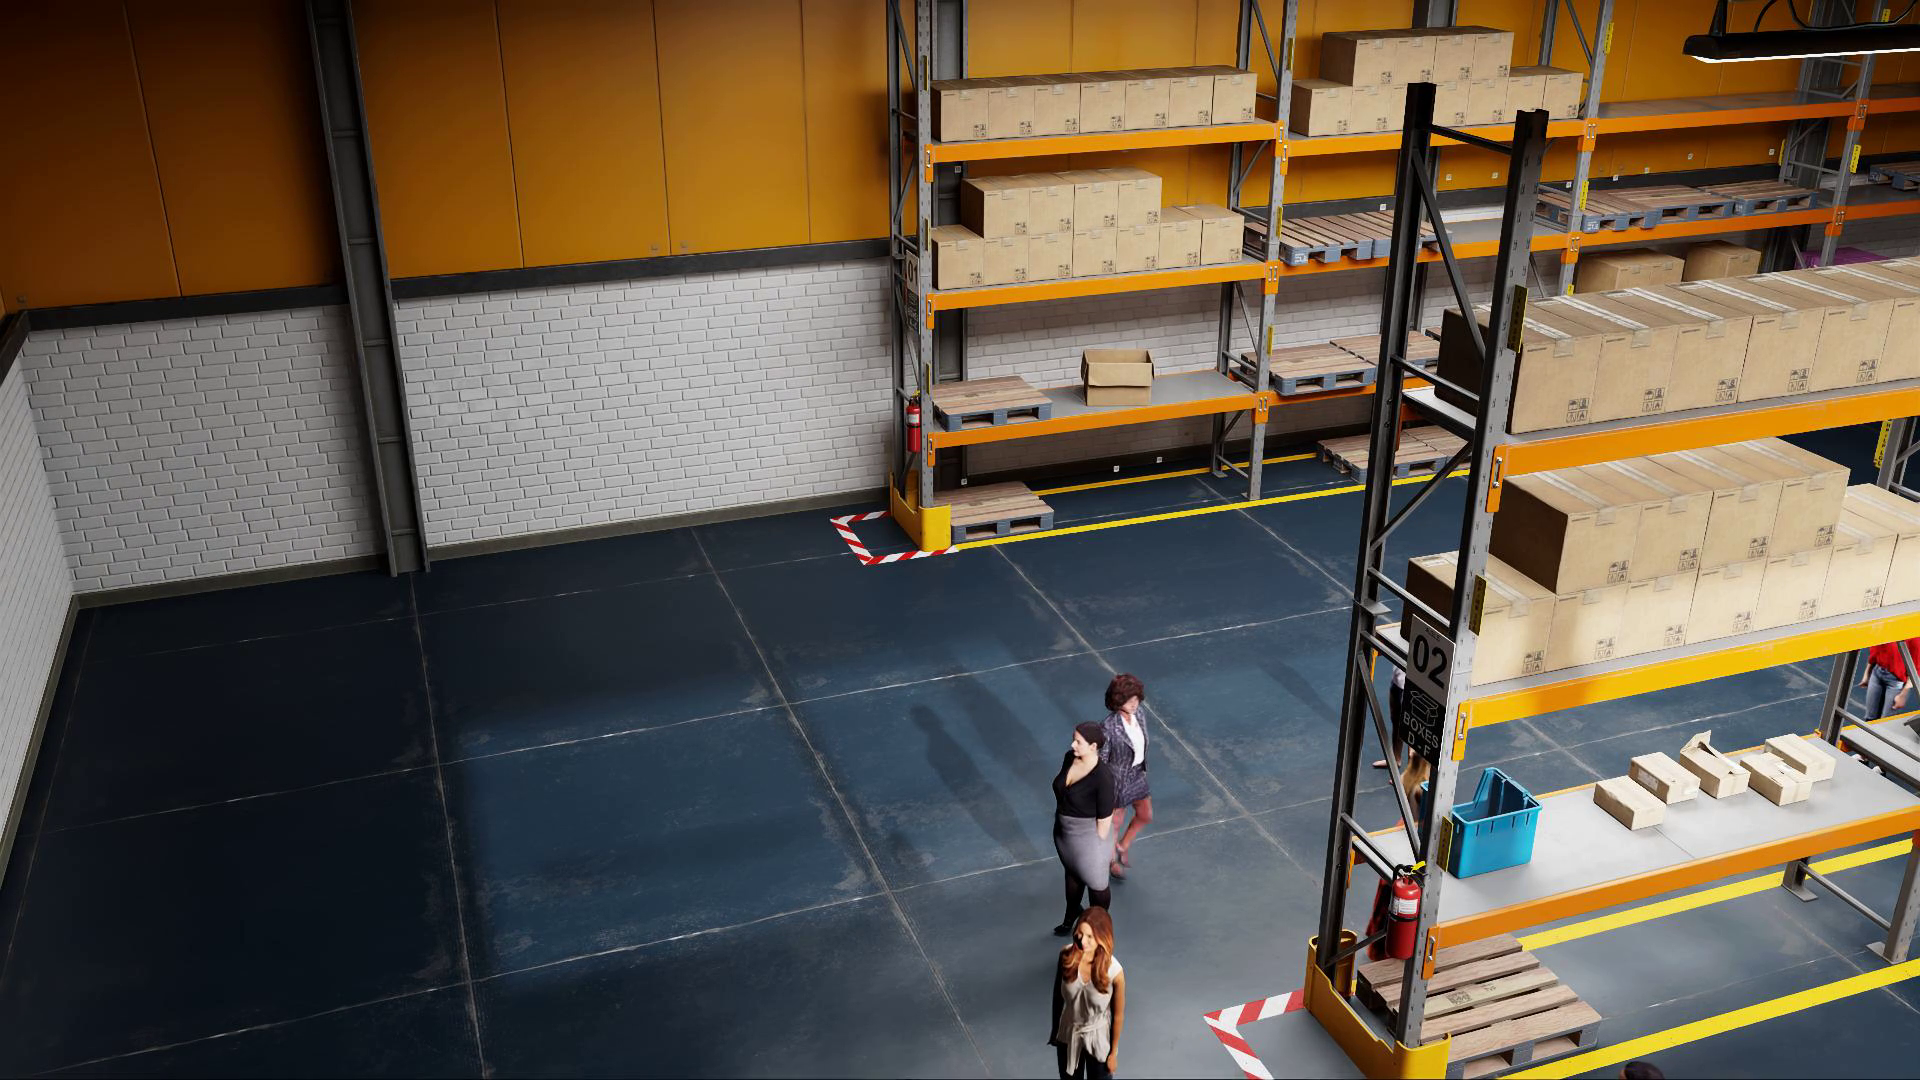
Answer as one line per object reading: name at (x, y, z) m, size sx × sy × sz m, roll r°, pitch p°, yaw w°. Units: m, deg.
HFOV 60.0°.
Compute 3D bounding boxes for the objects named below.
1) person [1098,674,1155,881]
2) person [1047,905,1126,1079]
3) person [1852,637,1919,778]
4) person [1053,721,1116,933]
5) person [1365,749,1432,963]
person at (1.137, 1.719, 12.152) m, size 0.626 × 1.687 × 0.767 m, roll -18°, pitch 30°, yaw -36°
person at (0.728, 2.843, 9.456) m, size 0.664 × 1.785 × 0.706 m, roll 14°, pitch 27°, yaw 28°
person at (7.509, 1.151, 13.427) m, size 0.505 × 1.705 × 0.618 m, roll -7°, pitch 25°, yaw -16°
person at (0.860, 2.009, 11.395) m, size 0.695 × 1.760 × 0.722 m, roll -15°, pitch 28°, yaw -30°
person at (3.026, 2.083, 11.177) m, size 0.752 × 1.800 × 0.725 m, roll 5°, pitch 24°, yaw 10°
